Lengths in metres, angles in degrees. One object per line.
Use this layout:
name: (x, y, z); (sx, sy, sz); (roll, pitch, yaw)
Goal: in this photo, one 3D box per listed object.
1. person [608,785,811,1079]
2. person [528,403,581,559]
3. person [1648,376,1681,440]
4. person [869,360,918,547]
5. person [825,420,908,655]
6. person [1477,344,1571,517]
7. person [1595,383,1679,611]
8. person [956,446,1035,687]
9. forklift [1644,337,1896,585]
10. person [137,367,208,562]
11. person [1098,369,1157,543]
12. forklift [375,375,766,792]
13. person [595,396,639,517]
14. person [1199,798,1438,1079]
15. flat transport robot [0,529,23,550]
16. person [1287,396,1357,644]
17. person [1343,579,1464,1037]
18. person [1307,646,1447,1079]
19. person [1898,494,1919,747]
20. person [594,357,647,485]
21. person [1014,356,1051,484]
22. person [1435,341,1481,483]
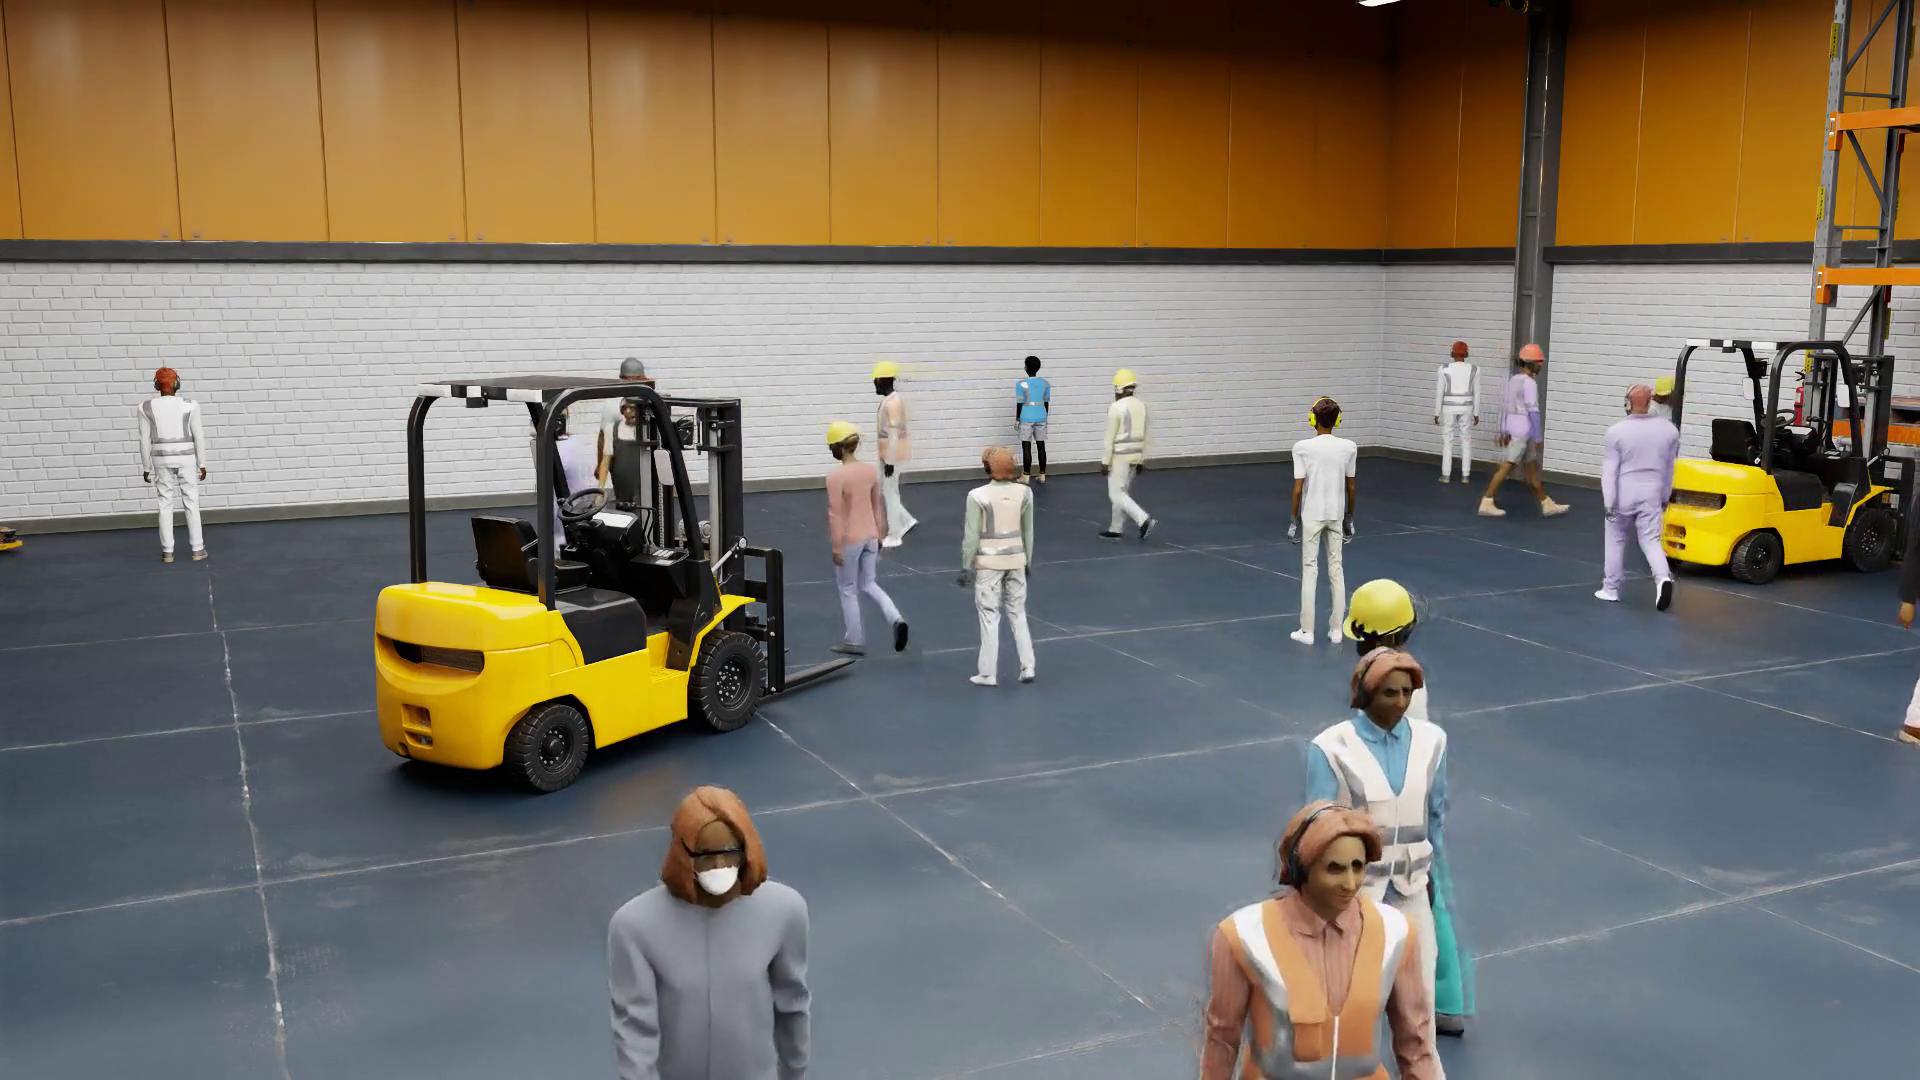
person: (-0.587, 1.372, 4.019); (0.491, 1.567, 0.841); (-2, 9, -14)
person: (-2.930, -0.070, 12.015); (1.047, 1.883, 0.652); (-2, 9, -11)
person: (7.561, -0.906, 17.776); (0.683, 1.703, 0.380); (-5, 10, -26)
person: (-0.707, -0.866, 16.867); (0.434, 1.913, 0.586); (-2, 9, -12)
person: (-0.701, 0.006, 11.988); (0.627, 1.738, 0.531); (7, 12, 38)
person: (6.440, -1.233, 18.919); (1.075, 1.981, 0.626); (1, 9, 4)
person: (5.648, -0.362, 13.834); (0.645, 1.878, 0.819); (0, 9, -1)
person: (0.257, 0.189, 11.175); (0.562, 1.638, 0.412); (-5, 10, -28)
forklift: (7.551, -0.789, 15.507); (2.313, 2.155, 1.214); (-4, 10, -25)
person: (-7.594, -0.727, 16.072); (0.573, 1.887, 0.355); (-3, 10, -21)
person: (1.730, -0.854, 17.112); (0.712, 1.810, 0.601); (8, 12, 39)
forklift: (-2.268, 0.149, 9.685); (1.214, 2.155, 2.313); (6, 11, 32)
person: (-2.841, -0.412, 14.432); (0.531, 1.795, 0.986); (2, 9, 11)
person: (0.845, 1.384, 3.866); (0.533, 1.586, 0.899); (-2, 9, -12)
flat transport robot: (-10.194, -0.003, 16.577); (1.431, 0.197, 0.652); (2, 9, 15)
person: (2.721, -0.145, 12.517); (0.513, 1.872, 0.328); (-1, 9, -6)
person: (1.468, 0.973, 6.041); (0.850, 1.701, 0.555); (2, 9, 12)
person: (1.356, 1.130, 5.472); (0.525, 1.591, 0.850); (-2, 9, -13)
person: (5.662, 0.339, 9.325); (0.633, 1.923, 1.047); (0, 9, -2)
person: (-3.124, -0.785, 15.954); (0.677, 2.000, 1.014); (-9, 13, -43)
person: (0.952, -1.575, 21.955); (0.535, 1.685, 0.318); (-5, 11, -30)
person: (6.605, -1.696, 22.085); (0.584, 1.883, 0.337); (1, 9, 7)
